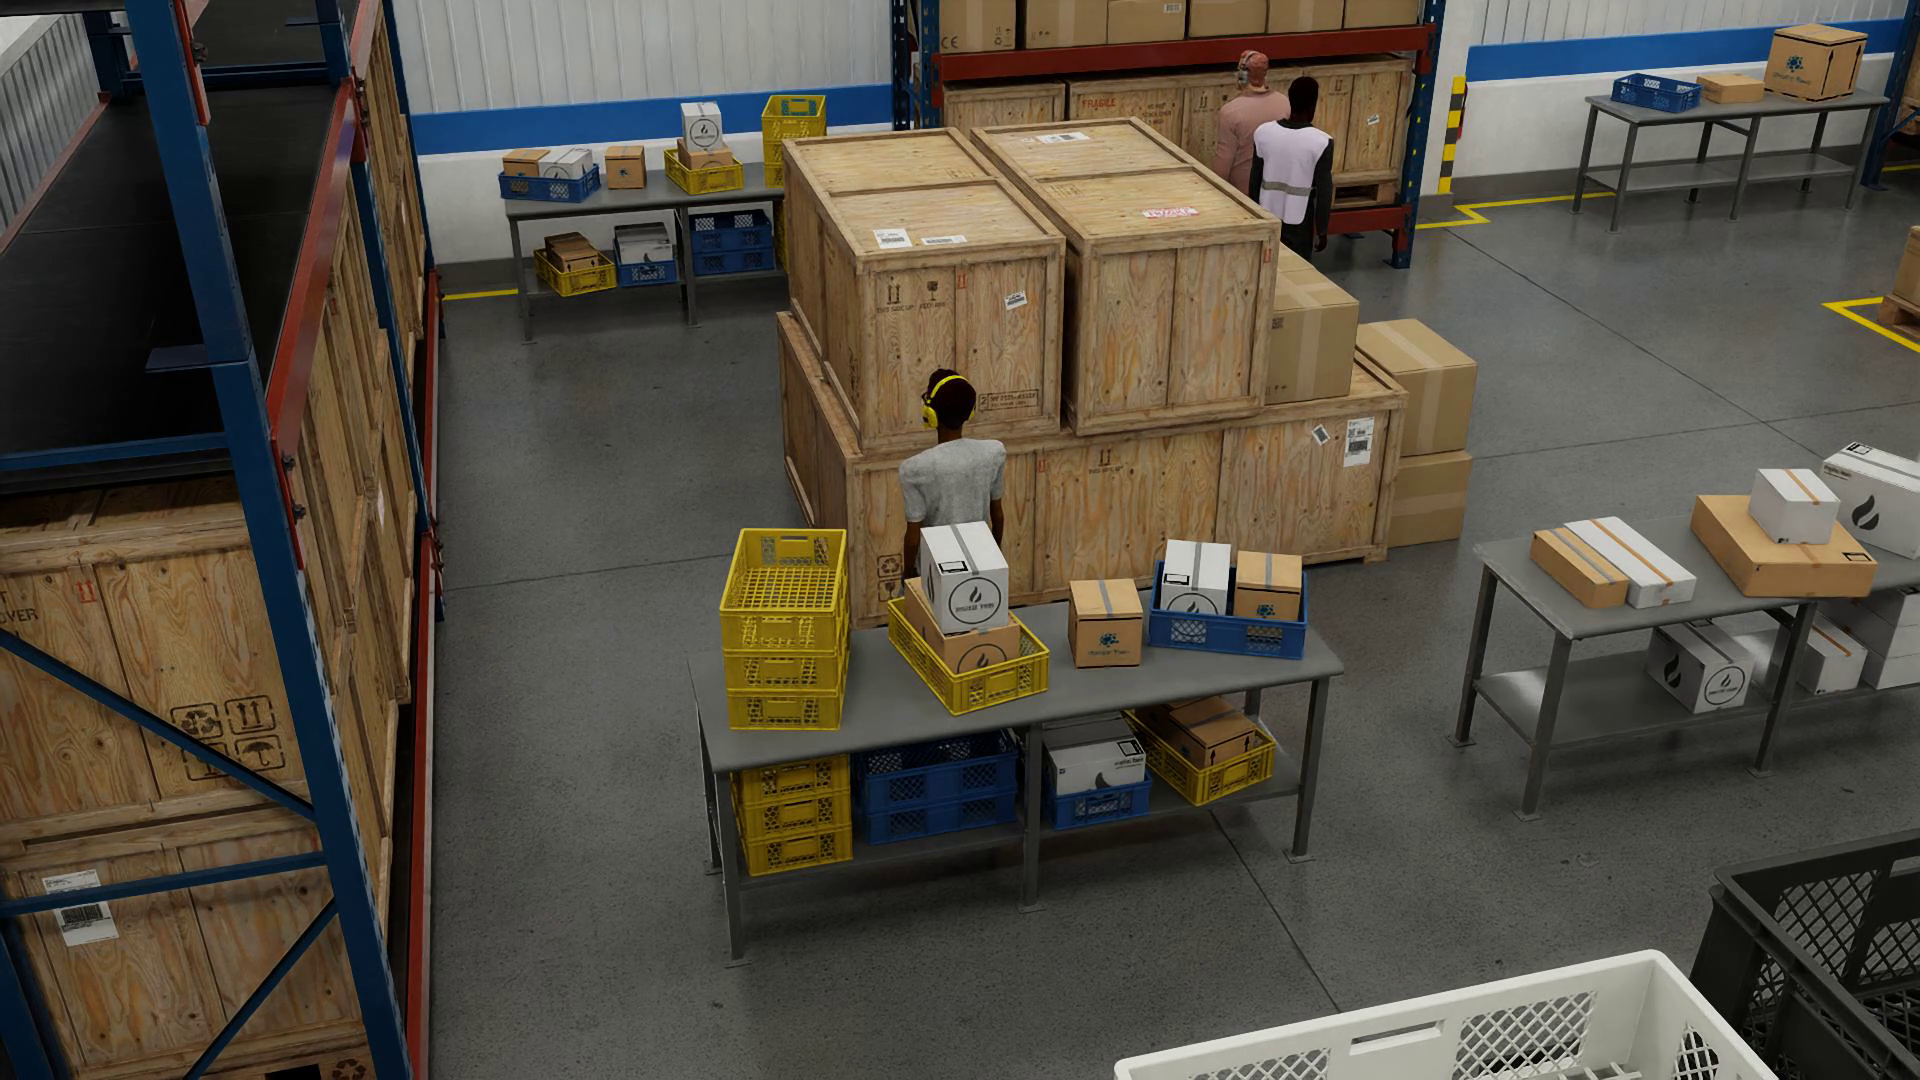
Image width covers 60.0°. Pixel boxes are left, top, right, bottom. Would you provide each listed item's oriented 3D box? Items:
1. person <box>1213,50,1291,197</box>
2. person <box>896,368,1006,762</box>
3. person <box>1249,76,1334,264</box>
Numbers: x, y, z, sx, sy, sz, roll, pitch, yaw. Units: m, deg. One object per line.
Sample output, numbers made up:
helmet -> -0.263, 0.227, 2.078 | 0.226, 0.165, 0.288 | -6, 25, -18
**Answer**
person -> 2.059, -2.588, 12.103 | 0.651, 1.905, 0.409 | -17, 33, -28
person -> -0.043, 0.136, 7.206 | 0.513, 1.862, 0.328 | -15, 32, -25
person -> 2.244, -2.195, 11.378 | 0.598, 1.917, 0.375 | 20, 35, 32
